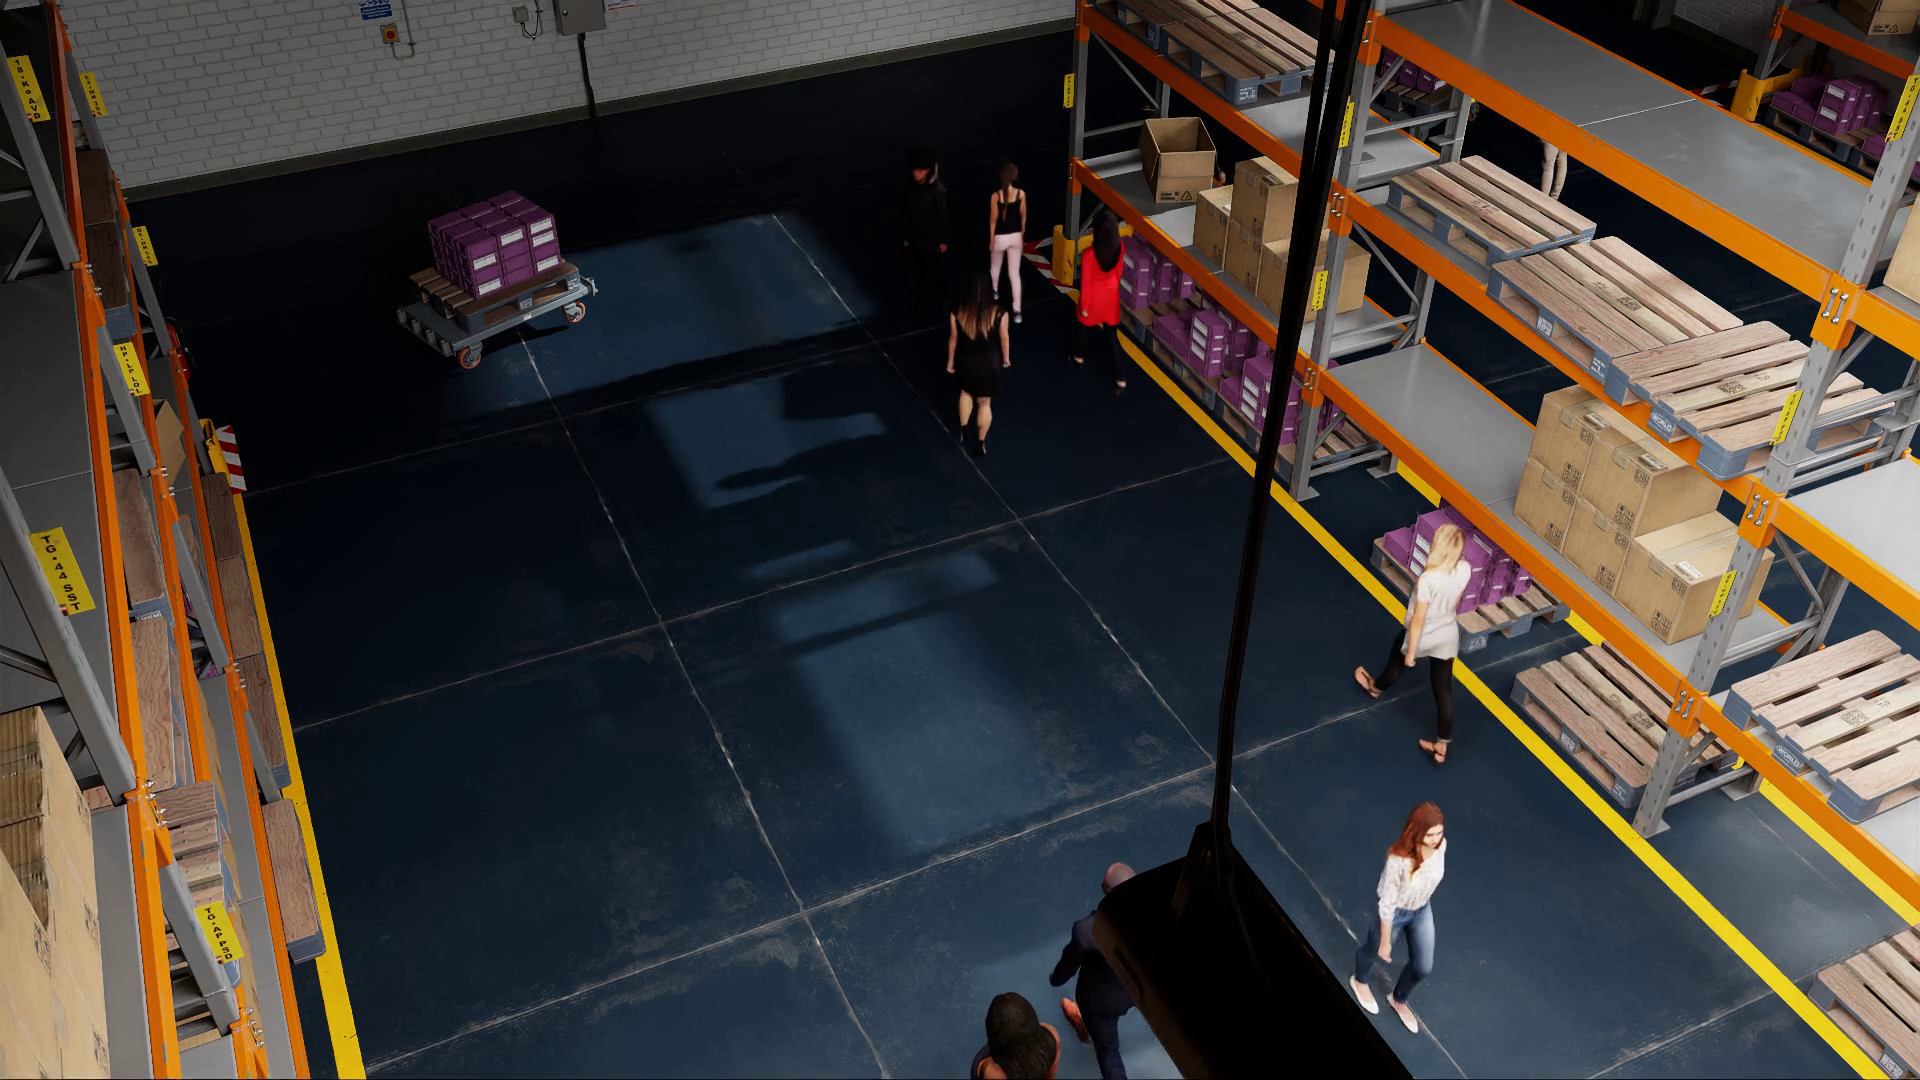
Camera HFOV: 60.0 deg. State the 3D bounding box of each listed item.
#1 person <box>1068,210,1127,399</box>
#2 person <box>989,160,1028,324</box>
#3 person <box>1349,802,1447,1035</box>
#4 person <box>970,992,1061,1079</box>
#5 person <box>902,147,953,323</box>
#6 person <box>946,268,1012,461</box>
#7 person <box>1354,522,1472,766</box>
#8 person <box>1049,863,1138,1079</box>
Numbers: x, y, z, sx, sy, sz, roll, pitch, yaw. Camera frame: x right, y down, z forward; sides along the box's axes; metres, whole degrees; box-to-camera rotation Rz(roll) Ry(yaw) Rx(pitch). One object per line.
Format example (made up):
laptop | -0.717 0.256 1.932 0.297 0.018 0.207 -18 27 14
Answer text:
person | 1.277 -2.018 14.442 0.677 1.707 1.079 -20 43 -24
person | 0.466 -2.749 15.505 0.696 1.523 1.095 -7 39 -9
person | 2.427 2.038 9.360 0.617 1.711 0.715 -11 40 -14
person | 0.273 2.860 8.248 0.746 1.813 0.763 31 48 33
person | -0.270 -2.869 15.470 0.848 1.753 0.896 22 44 25
person | 0.141 -1.379 13.647 0.798 1.701 0.825 4 39 6
person | 3.163 0.710 10.968 0.628 1.779 1.164 -17 41 -20
person | 0.832 2.448 8.795 0.791 1.776 1.177 -22 44 -25
